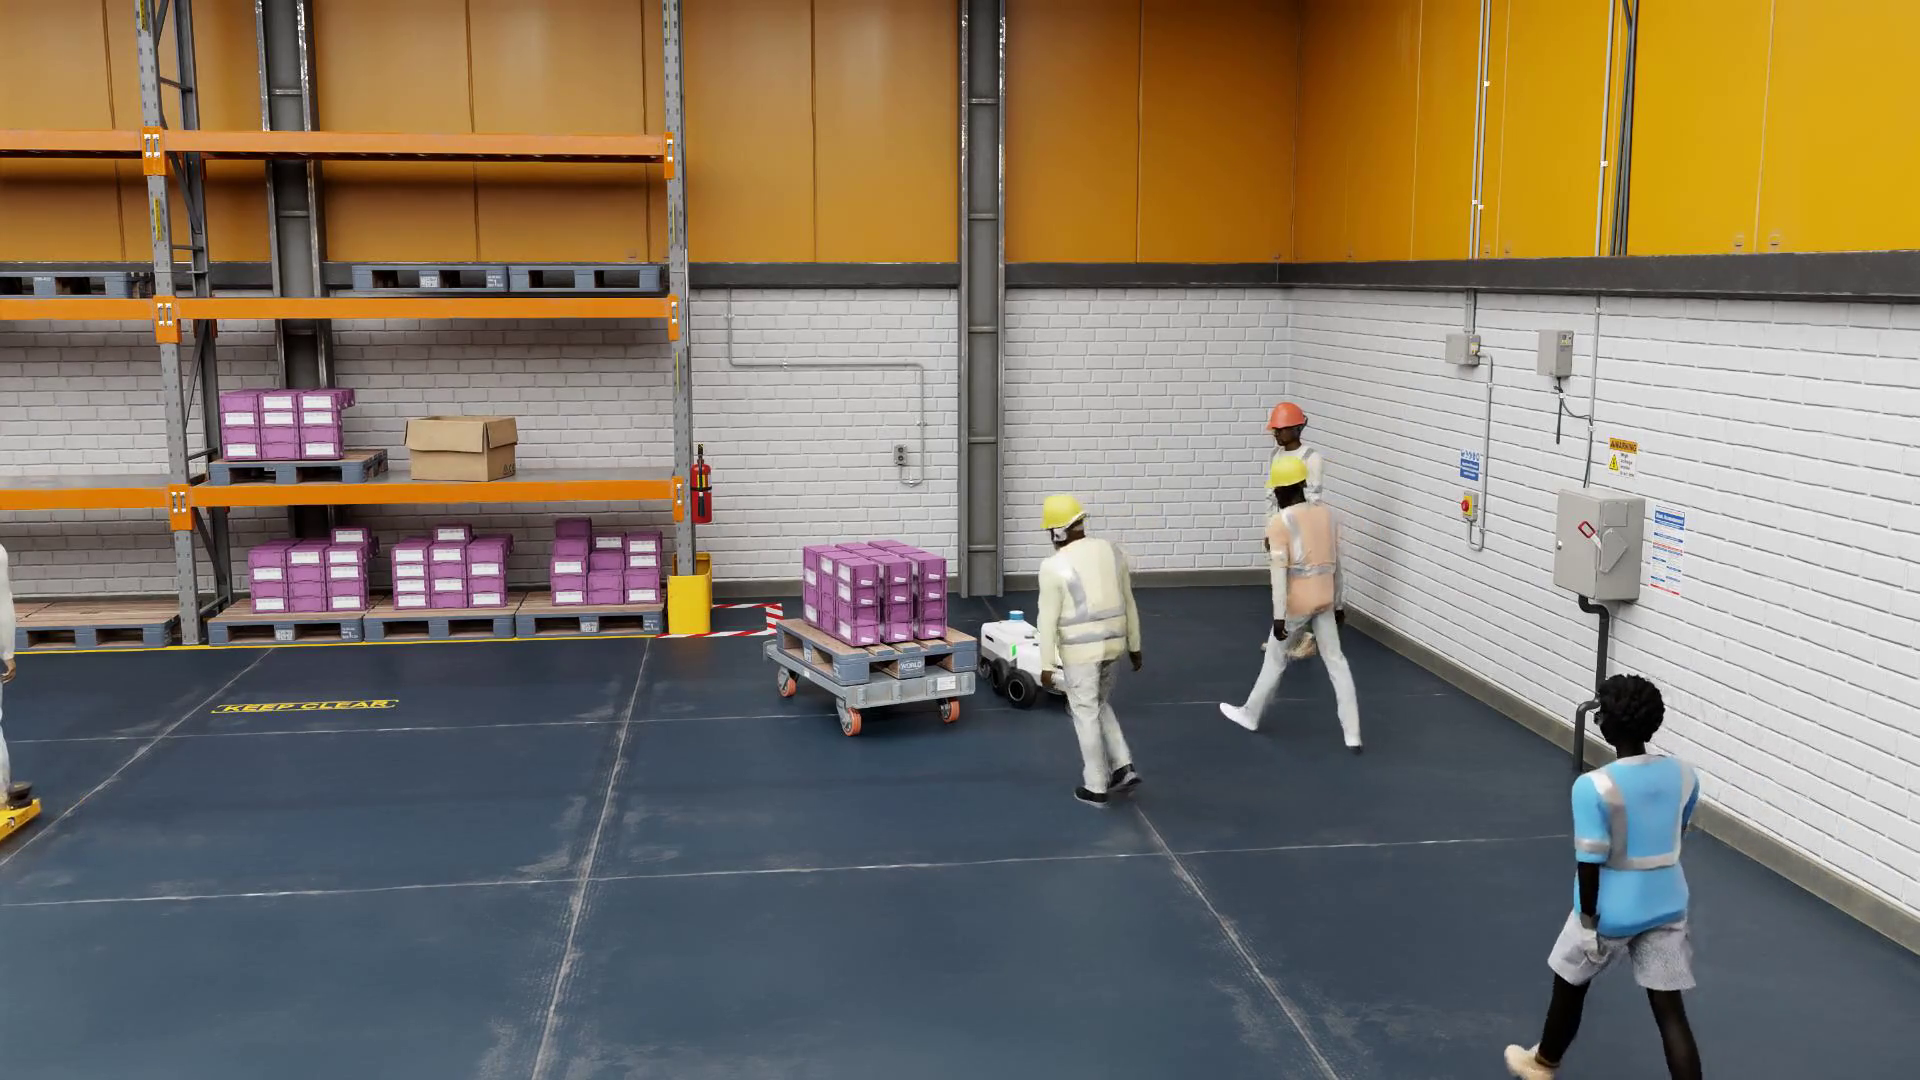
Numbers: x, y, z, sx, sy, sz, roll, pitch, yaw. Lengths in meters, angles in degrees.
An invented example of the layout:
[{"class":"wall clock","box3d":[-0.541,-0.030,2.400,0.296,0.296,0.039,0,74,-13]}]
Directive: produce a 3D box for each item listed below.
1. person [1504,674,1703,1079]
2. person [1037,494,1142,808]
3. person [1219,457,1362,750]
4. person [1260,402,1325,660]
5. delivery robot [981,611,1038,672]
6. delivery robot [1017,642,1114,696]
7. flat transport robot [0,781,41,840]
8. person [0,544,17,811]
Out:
[{"class":"person","box3d":[2.340,1.282,5.838,0.536,1.651,0.886,-3,9,-16]},{"class":"person","box3d":[0.696,0.627,9.504,0.620,1.790,0.509,-7,11,-35]},{"class":"person","box3d":[2.208,0.398,10.728,0.674,1.856,1.019,-6,11,-32]},{"class":"person","box3d":[2.593,-0.071,13.116,0.430,2.033,0.612,-5,10,-27]},{"class":"delivery robot","box3d":[0.413,0.763,12.191,0.477,0.478,0.707,-3,10,-19]},{"class":"delivery robot","box3d":[0.733,0.869,11.532,0.707,0.478,0.477,9,13,44]},{"class":"flat transport robot","box3d":[-5.793,1.486,8.854,1.431,0.197,0.652,-1,9,-5]},{"class":"person","box3d":[-5.412,0.645,8.930,0.627,1.935,0.371,-5,11,-30]}]
